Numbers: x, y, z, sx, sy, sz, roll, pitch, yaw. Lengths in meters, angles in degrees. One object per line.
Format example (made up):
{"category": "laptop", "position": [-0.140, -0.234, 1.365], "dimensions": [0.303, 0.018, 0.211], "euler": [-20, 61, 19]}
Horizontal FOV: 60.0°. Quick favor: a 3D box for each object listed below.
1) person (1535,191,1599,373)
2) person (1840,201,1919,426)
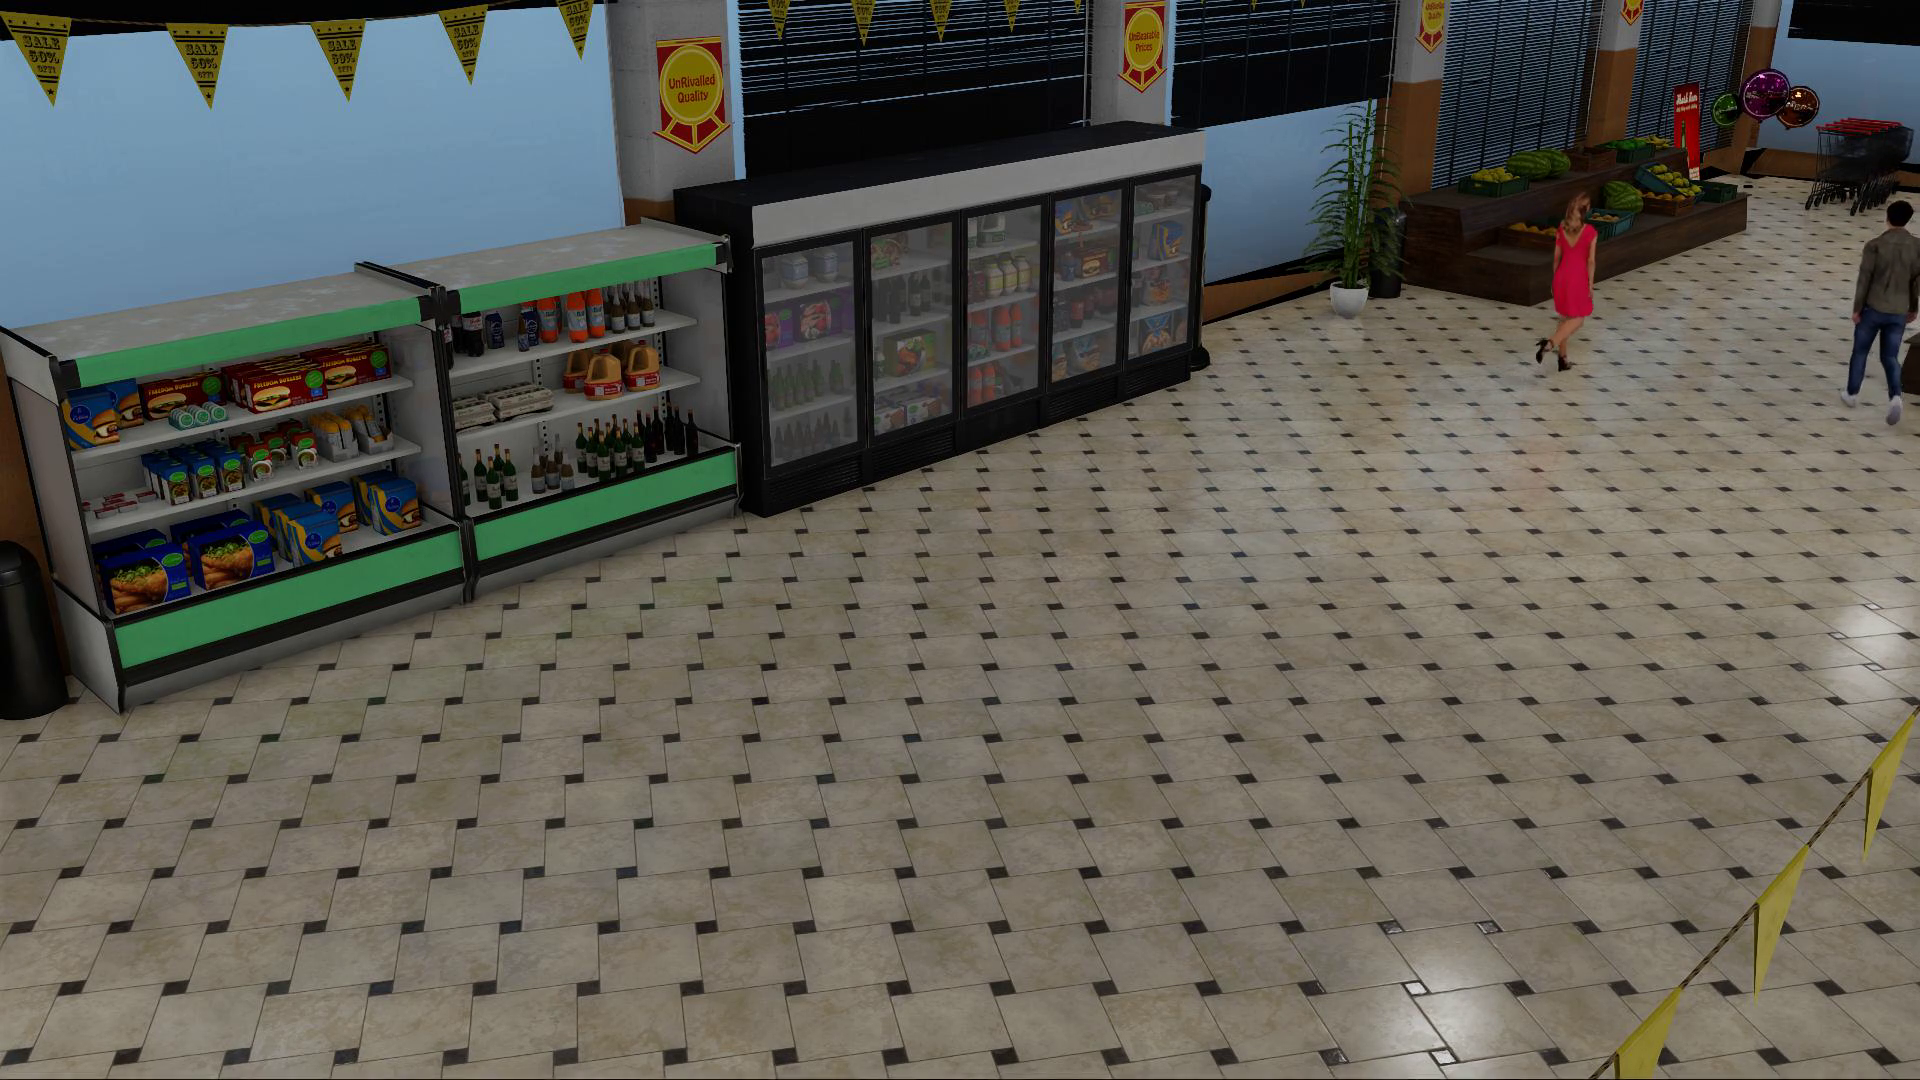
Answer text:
{"category": "person", "position": [5.640, -2.359, 15.451], "dimensions": [0.898, 1.709, 0.670], "euler": [-15, 26, -33]}
{"category": "person", "position": [7.920, -1.917, 14.194], "dimensions": [1.145, 1.827, 1.285], "euler": [3, 22, 8]}
